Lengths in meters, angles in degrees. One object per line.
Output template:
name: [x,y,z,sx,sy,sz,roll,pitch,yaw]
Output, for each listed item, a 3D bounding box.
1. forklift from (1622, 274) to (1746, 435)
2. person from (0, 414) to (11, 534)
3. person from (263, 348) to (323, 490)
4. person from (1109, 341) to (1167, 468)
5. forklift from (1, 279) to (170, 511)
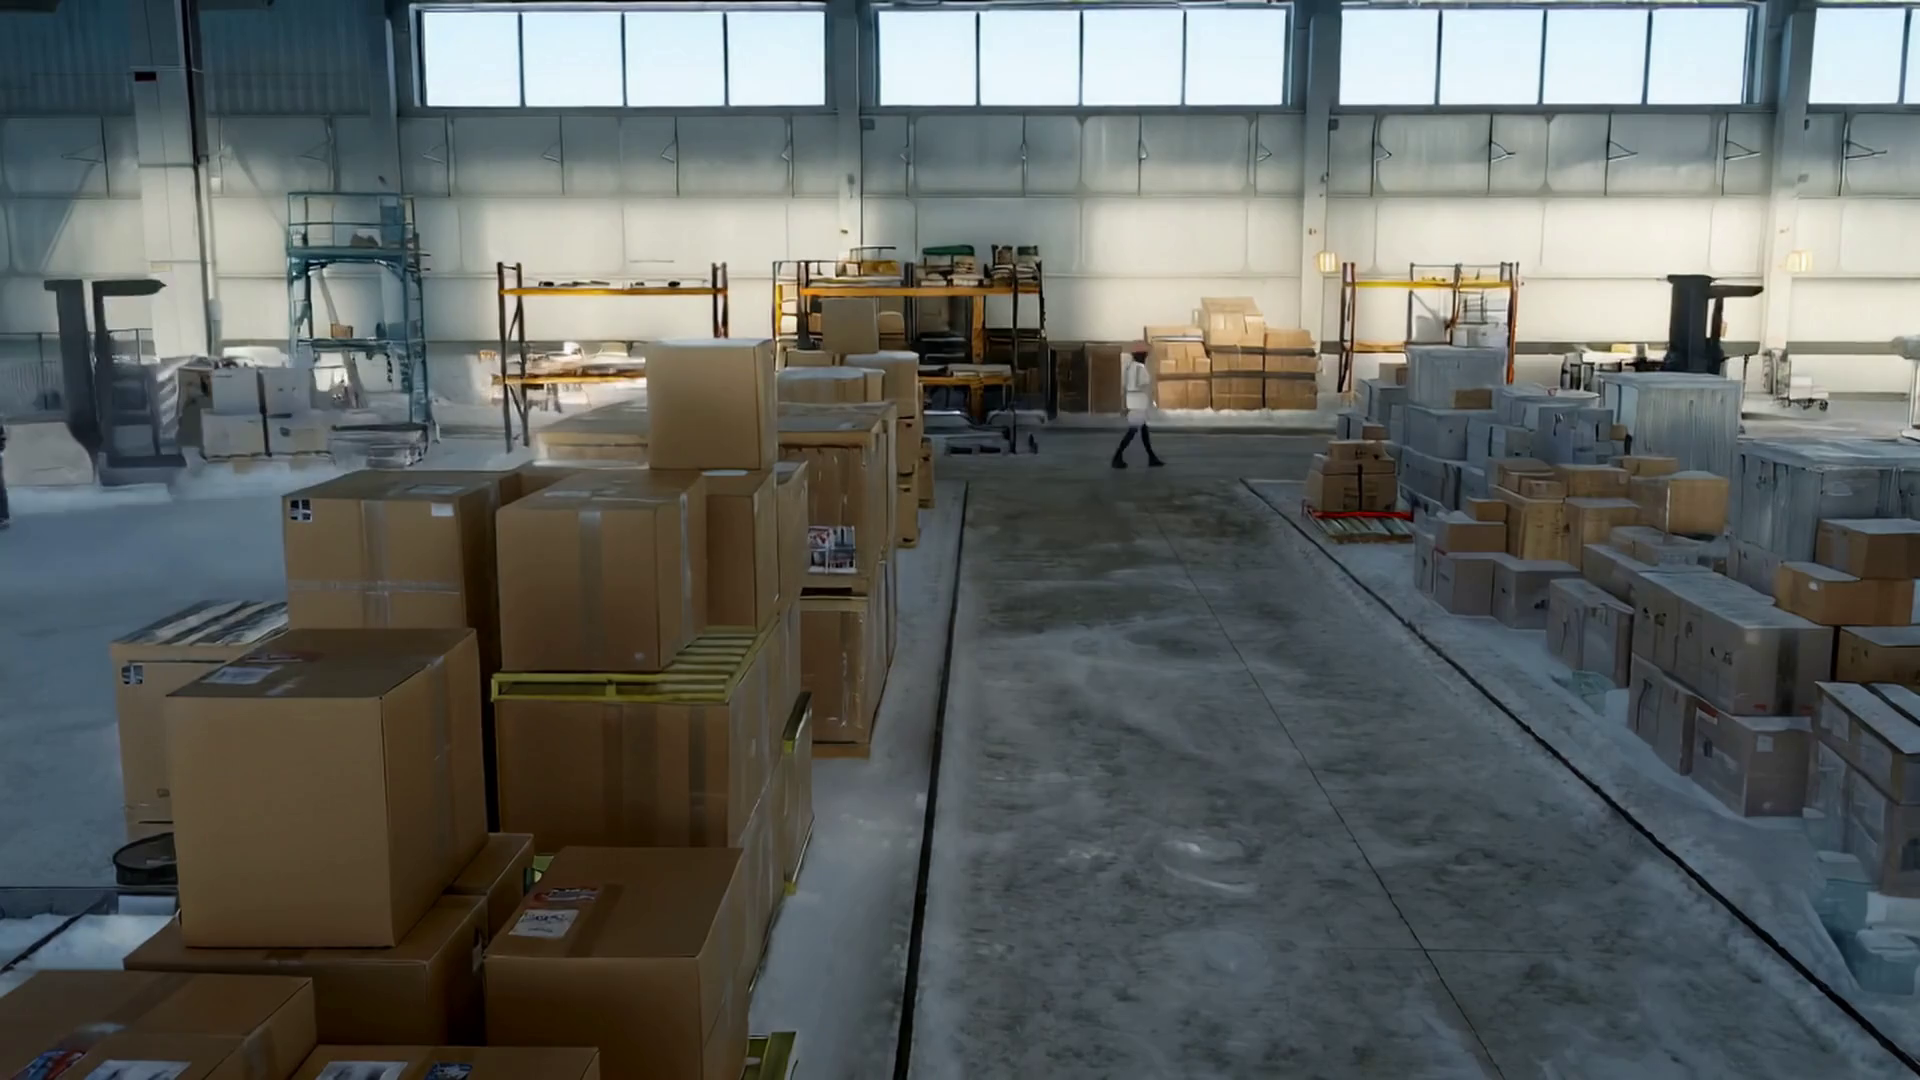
forklift: [12.746,-3.275,29.254,1.873,2.768,1.129,0,9,1]
person: [-10.861,-0.992,18.585,0.342,1.881,0.582,-4,10,-21]
person: [-8.765,-1.566,21.926,0.769,1.919,0.639,-2,10,-14]
person: [2.630,-1.998,24.639,0.950,1.893,0.542,-2,10,-12]
forklift: [-10.977,-1.841,20.663,1.873,2.768,1.129,-5,11,-27]
